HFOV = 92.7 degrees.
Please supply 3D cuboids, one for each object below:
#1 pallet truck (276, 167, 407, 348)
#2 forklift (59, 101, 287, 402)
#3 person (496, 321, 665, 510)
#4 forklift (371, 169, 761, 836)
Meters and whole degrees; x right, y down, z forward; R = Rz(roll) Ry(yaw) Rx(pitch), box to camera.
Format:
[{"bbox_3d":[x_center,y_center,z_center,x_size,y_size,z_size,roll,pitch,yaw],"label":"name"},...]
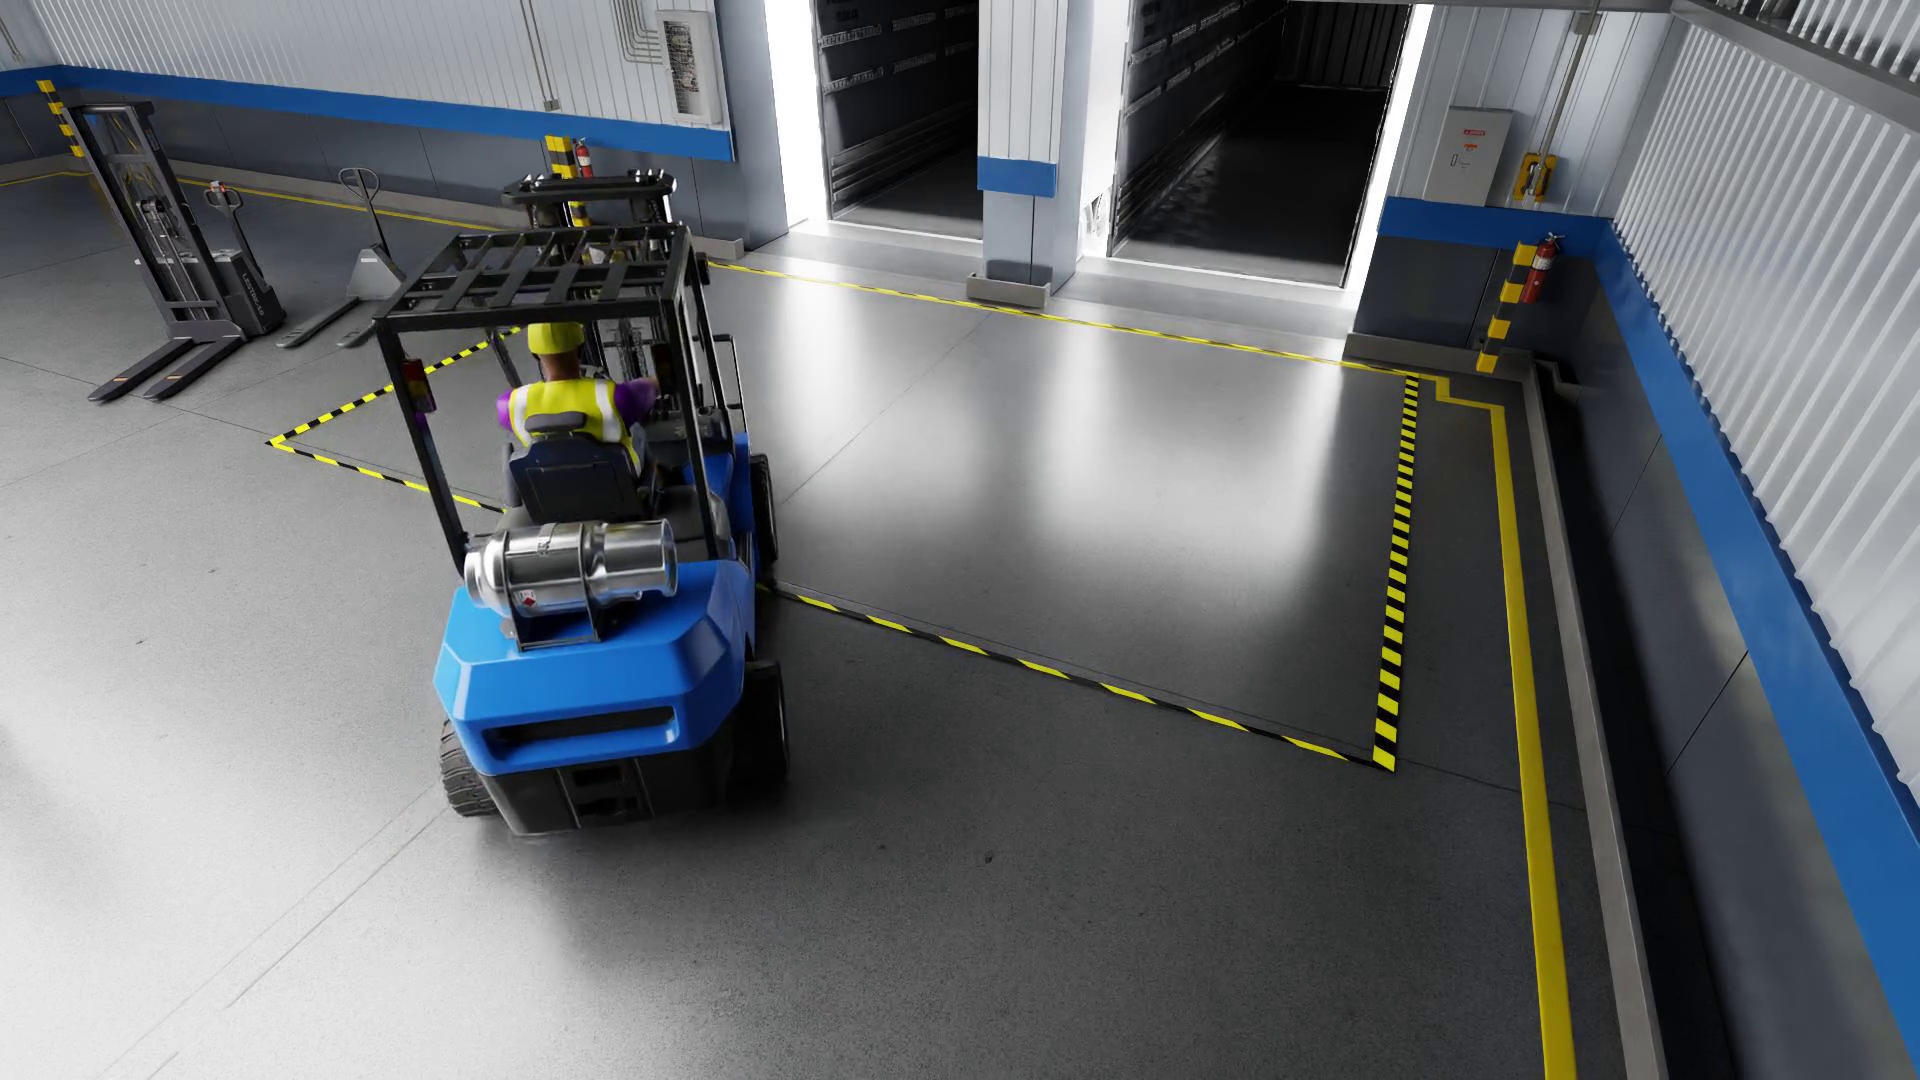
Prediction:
[{"bbox_3d":[-5.732,-2.611,8.414,0.680,1.201,1.601,-1,35,-1],"label":"pallet truck"},{"bbox_3d":[-6.686,-2.387,7.434,0.823,1.965,1.885,-3,35,-5],"label":"forklift"},{"bbox_3d":[-1.624,-0.545,4.163,0.635,1.293,1.004,-6,35,-8],"label":"person"},{"bbox_3d":[-1.620,-0.357,4.221,1.157,2.036,2.680,-6,35,-8],"label":"forklift"}]
